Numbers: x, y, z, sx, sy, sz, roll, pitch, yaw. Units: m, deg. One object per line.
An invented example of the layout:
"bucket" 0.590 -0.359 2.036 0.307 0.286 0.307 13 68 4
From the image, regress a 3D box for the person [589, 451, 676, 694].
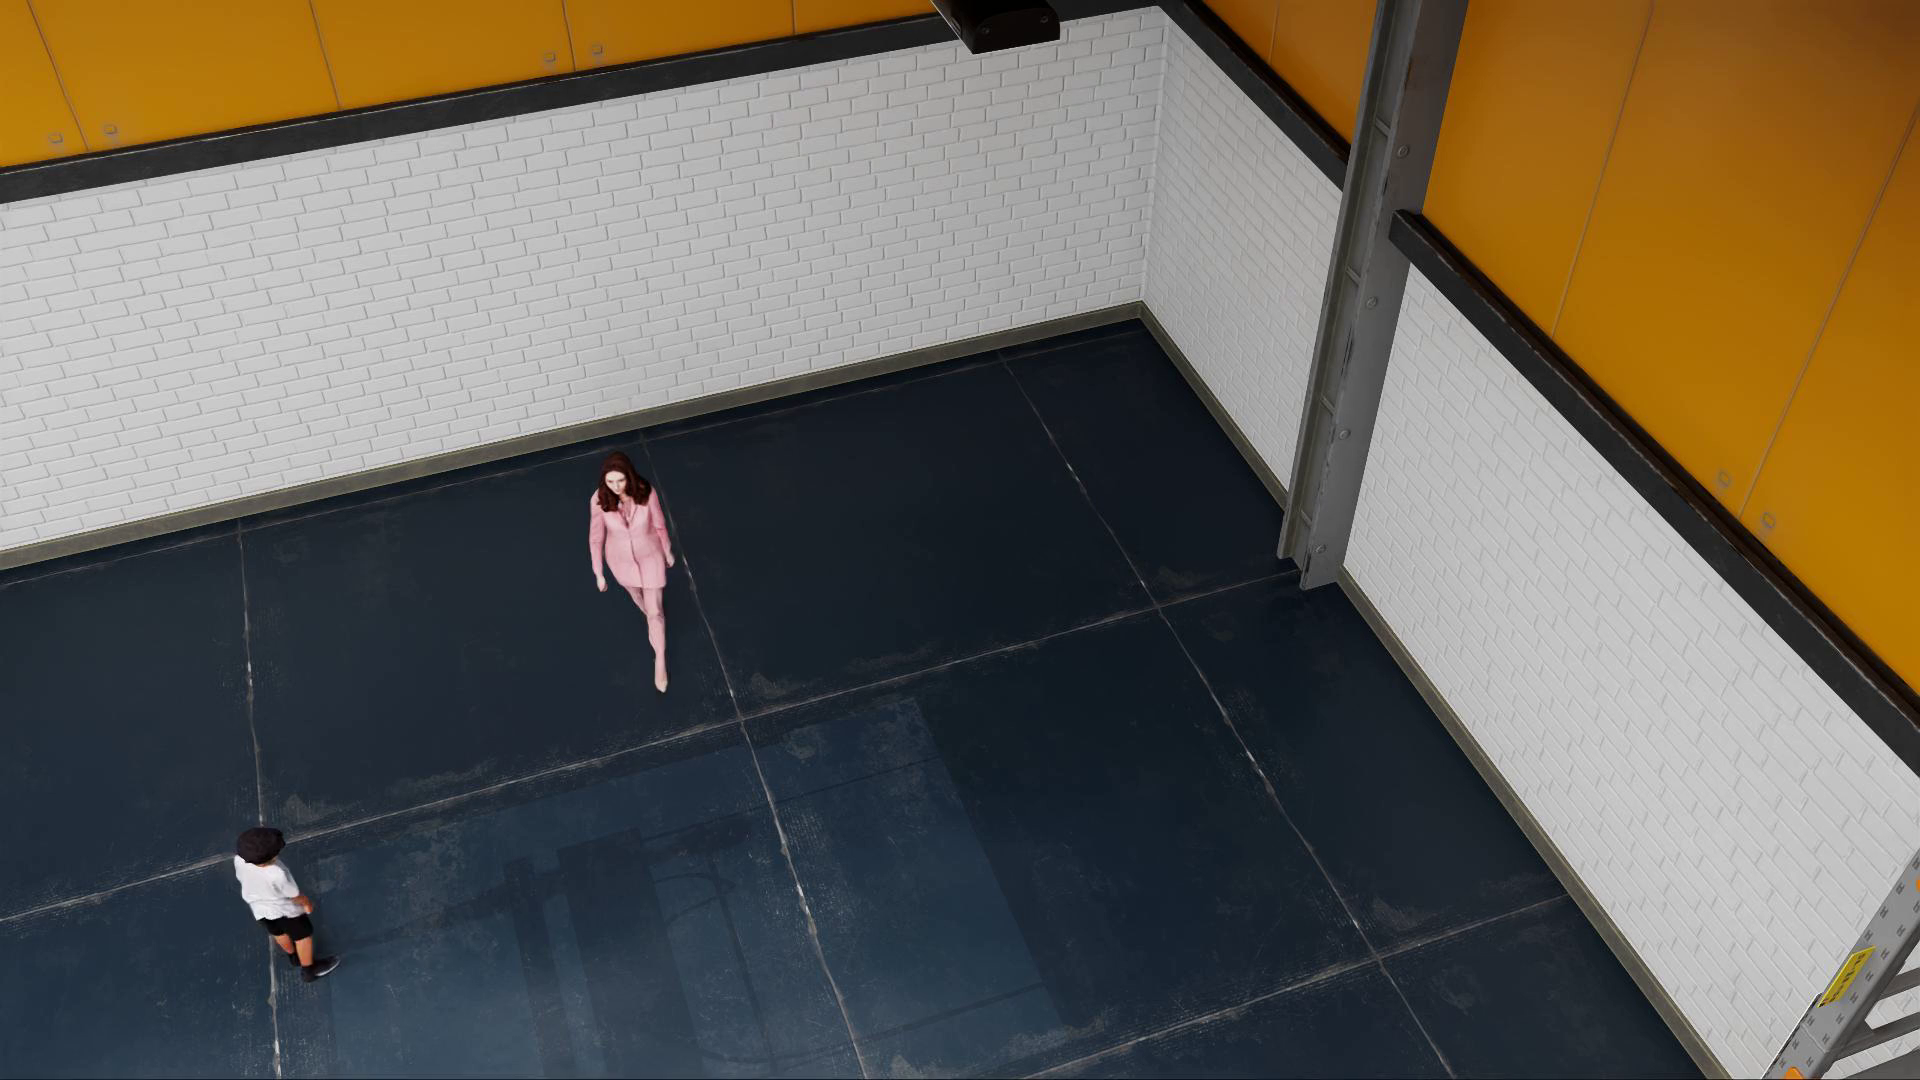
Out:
"person" -2.093 0.066 10.769 0.801 1.771 1.036 -5 44 -5

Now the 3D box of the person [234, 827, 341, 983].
"person" -3.789 1.970 9.152 0.623 1.244 0.652 -2 44 -2
